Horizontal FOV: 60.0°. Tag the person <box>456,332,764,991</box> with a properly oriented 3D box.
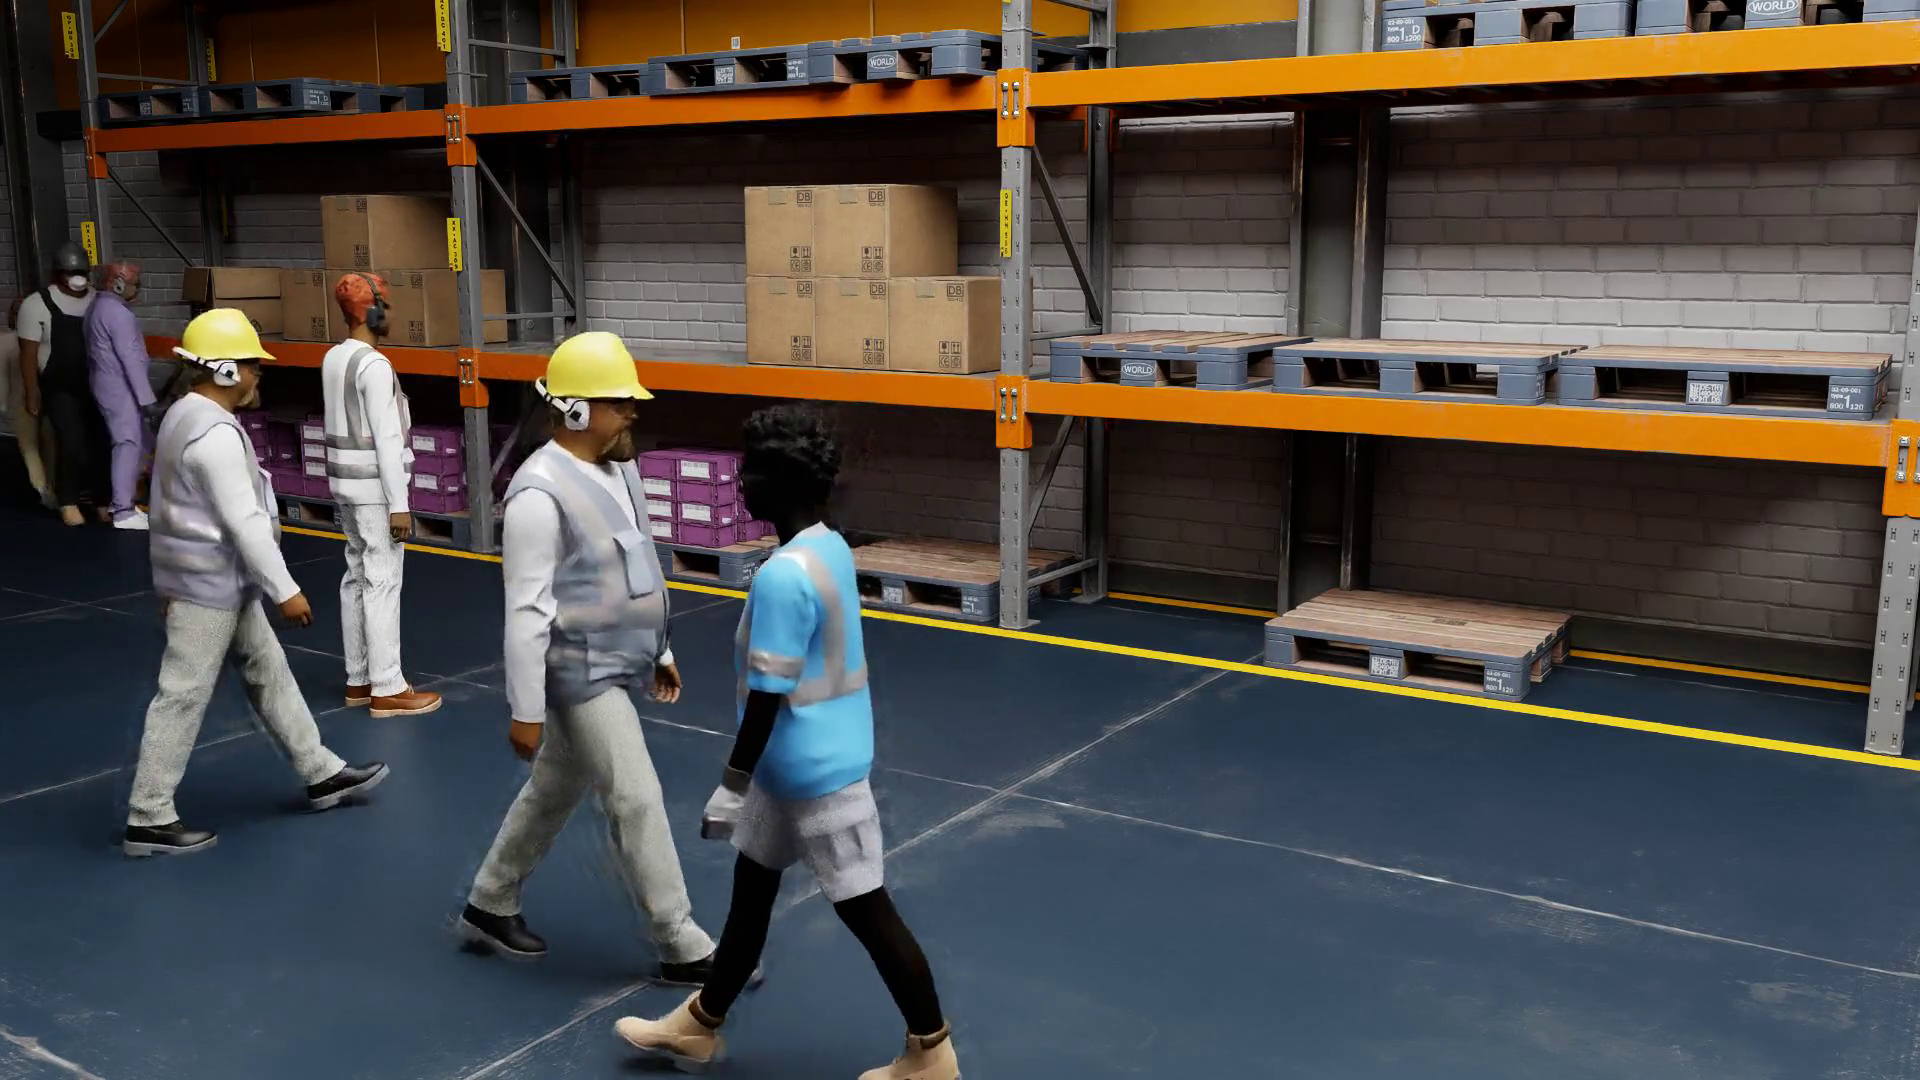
[{"bbox_3d":[-1.018,0.330,4.516,0.920,1.795,0.597,1,10,6],"label":"person"}]

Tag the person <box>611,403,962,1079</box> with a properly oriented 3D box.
[{"bbox_3d":[-0.394,0.514,3.849,0.872,1.650,0.544,0,10,1],"label":"person"}]

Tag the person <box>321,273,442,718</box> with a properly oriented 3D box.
[{"bbox_3d":[-2.501,-0.187,7.102,0.343,1.882,0.585,-9,13,-40],"label":"person"}]

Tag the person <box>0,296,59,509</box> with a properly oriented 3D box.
[{"bbox_3d":[-6.881,-1.011,12.421,0.508,1.611,0.646,-9,14,-42],"label":"person"}]

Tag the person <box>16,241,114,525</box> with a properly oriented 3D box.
[{"bbox_3d":[-6.212,-1.110,11.779,0.543,2.000,0.714,9,14,41],"label":"person"}]

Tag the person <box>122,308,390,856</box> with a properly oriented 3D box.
[{"bbox_3d":[-2.409,0.133,5.580,0.942,1.786,0.585,-5,11,-27],"label":"person"}]

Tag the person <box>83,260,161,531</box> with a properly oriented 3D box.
[{"bbox_3d":[-5.833,-1.003,11.601,0.408,1.888,0.695,-8,13,-36],"label":"person"}]
